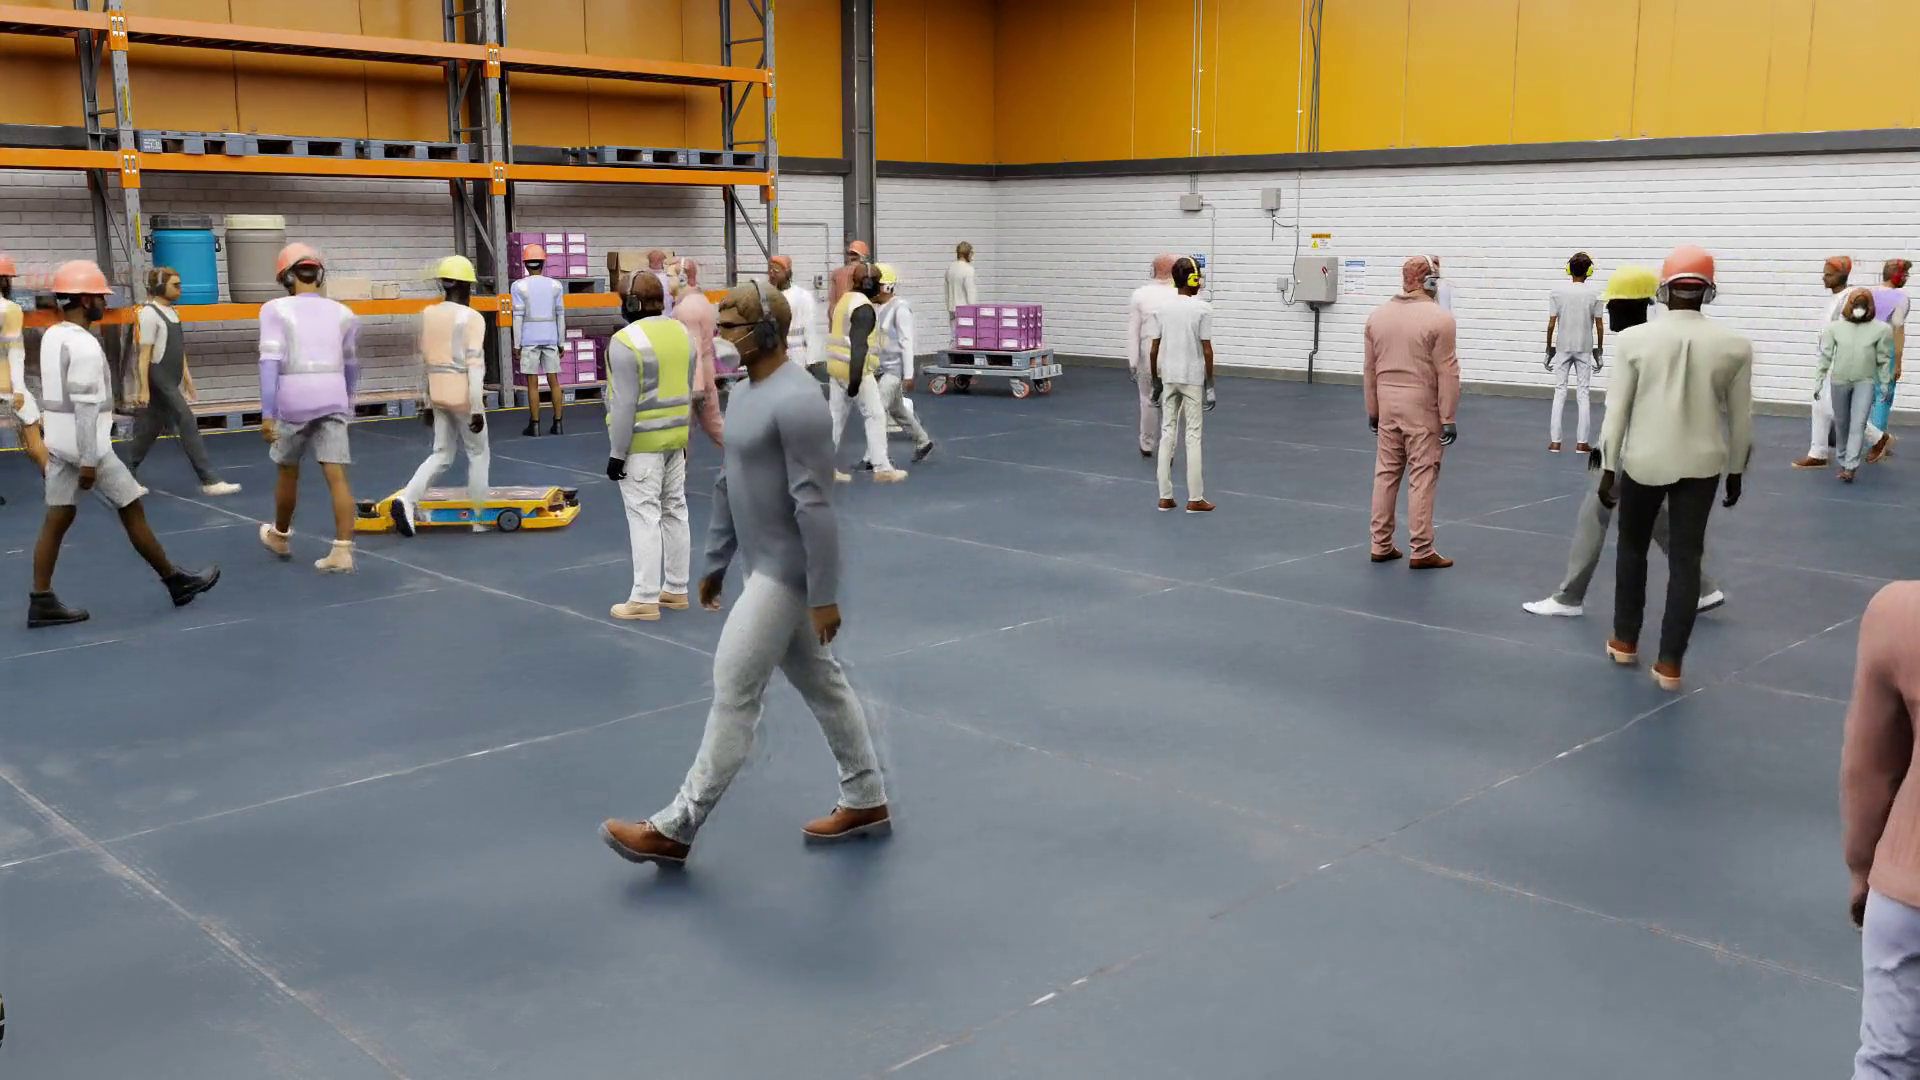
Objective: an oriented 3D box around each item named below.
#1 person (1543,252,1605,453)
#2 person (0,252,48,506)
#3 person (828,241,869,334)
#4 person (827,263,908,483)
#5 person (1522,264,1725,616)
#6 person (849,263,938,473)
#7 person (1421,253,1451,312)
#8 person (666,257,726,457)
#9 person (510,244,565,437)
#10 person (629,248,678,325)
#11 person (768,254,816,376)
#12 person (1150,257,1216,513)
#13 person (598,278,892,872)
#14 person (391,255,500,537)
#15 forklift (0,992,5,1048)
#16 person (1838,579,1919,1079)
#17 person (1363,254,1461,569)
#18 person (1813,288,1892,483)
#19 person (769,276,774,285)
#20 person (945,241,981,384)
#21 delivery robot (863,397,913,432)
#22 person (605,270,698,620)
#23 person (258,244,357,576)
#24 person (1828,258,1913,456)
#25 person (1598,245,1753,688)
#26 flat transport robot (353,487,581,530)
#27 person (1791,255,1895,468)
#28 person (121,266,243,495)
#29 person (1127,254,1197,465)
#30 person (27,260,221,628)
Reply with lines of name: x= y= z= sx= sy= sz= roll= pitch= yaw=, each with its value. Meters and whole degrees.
person: x=5.732 y=-1.746 z=15.530 sx=0.535 sy=1.869 sz=0.314 roll=5 pitch=11 yaw=23
person: x=-7.182 y=-1.212 z=12.554 sx=0.571 sy=1.884 sz=0.978 roll=3 pitch=11 yaw=14
person: x=-1.325 y=-2.777 z=20.946 sx=0.633 sy=1.950 sz=0.757 roll=6 pitch=12 yaw=28
person: x=-0.816 y=-1.355 z=13.637 sx=0.812 sy=1.801 sz=0.632 roll=-4 pitch=11 yaw=-23
person: x=3.567 y=-0.499 z=8.715 sx=0.983 sy=1.883 sz=0.600 roll=4 pitch=11 yaw=22
person: x=-0.562 y=-1.497 z=14.401 sx=0.894 sy=1.798 sz=0.605 roll=-6 pitch=12 yaw=-30
person: x=5.369 y=-2.369 z=19.073 sx=0.520 sy=1.818 sz=0.653 roll=-4 pitch=11 yaw=-22
person: x=-2.047 y=-1.252 z=12.887 sx=1.000 sy=1.862 sz=0.664 roll=0 pitch=10 yaw=3
person: x=-4.269 y=-2.013 z=16.808 sx=0.551 sy=1.932 sz=0.367 roll=-7 pitch=13 yaw=-35
person: x=-3.513 y=-2.427 z=19.217 sx=0.638 sy=1.879 sz=0.891 roll=-1 pitch=10 yaw=-8
person: x=-1.538 y=-1.688 z=15.241 sx=0.619 sy=1.864 sz=0.611 roll=6 pitch=12 yaw=29
person: x=1.634 y=-1.129 z=12.189 sx=0.520 sy=1.865 sz=0.332 roll=7 pitch=12 yaw=33
person: x=-0.671 y=0.113 z=5.351 sx=1.025 sy=1.880 sz=0.657 roll=-4 pitch=11 yaw=-21
person: x=-3.432 y=-0.943 z=11.105 sx=0.592 sy=1.899 sz=0.795 roll=6 pitch=12 yaw=28
forklift: x=-3.245 y=0.323 z=3.363 sx=2.313 sy=2.155 sz=1.214 roll=2 pitch=11 yaw=13
person: x=1.763 y=0.636 z=2.832 sx=0.330 sy=1.765 sz=0.532 roll=-6 pitch=12 yaw=-28
person: x=2.777 y=-0.780 z=10.165 sx=0.407 sy=1.905 sz=0.655 roll=-8 pitch=13 yaw=-37
person: x=7.299 y=-1.260 z=13.633 sx=0.536 sy=1.583 sz=0.857 roll=7 pitch=12 yaw=33
person: x=-2.121 y=-2.390 z=19.747 sx=0.537 sy=1.617 sz=0.666 roll=2 pitch=11 yaw=11
person: x=0.031 y=-3.084 z=22.641 sx=0.356 sy=1.936 sz=0.635 roll=-6 pitch=12 yaw=-31
delivery robot: x=-0.722 y=-1.334 z=16.597 sx=0.477 sy=0.478 sz=0.707 roll=-4 pitch=12 yaw=-19
person: x=-1.657 y=-0.498 z=8.811 sx=0.429 sy=1.843 sz=0.627 roll=5 pitch=12 yaw=26
person: x=-3.982 y=-0.795 z=10.079 sx=0.685 sy=1.981 sz=0.933 roll=-10 pitch=14 yaw=-43
person: x=8.337 y=-1.655 z=15.206 sx=0.593 sy=1.821 sz=0.571 roll=-2 pitch=11 yaw=-10
person: x=3.270 y=-0.355 z=7.650 sx=0.660 sy=1.964 sz=0.819 roll=3 pitch=11 yaw=15
flat transport robot: x=-3.424 y=-0.230 z=11.629 sx=1.431 sy=0.197 sz=0.652 roll=-1 pitch=10 yaw=-5
person: x=7.631 y=-1.512 z=14.289 sx=0.661 sy=1.861 sz=0.610 roll=2 pitch=11 yaw=10
person: x=-6.187 y=-1.220 z=12.894 sx=0.977 sy=1.798 sz=0.520 roll=-2 pitch=11 yaw=-9
person: x=1.819 y=-1.621 z=14.902 sx=0.658 sy=1.846 sz=1.021 roll=0 pitch=10 yaw=1
person: x=-4.504 y=-0.516 z=8.764 sx=0.555 sy=1.882 sz=1.005 roll=8 pitch=13 yaw=38
